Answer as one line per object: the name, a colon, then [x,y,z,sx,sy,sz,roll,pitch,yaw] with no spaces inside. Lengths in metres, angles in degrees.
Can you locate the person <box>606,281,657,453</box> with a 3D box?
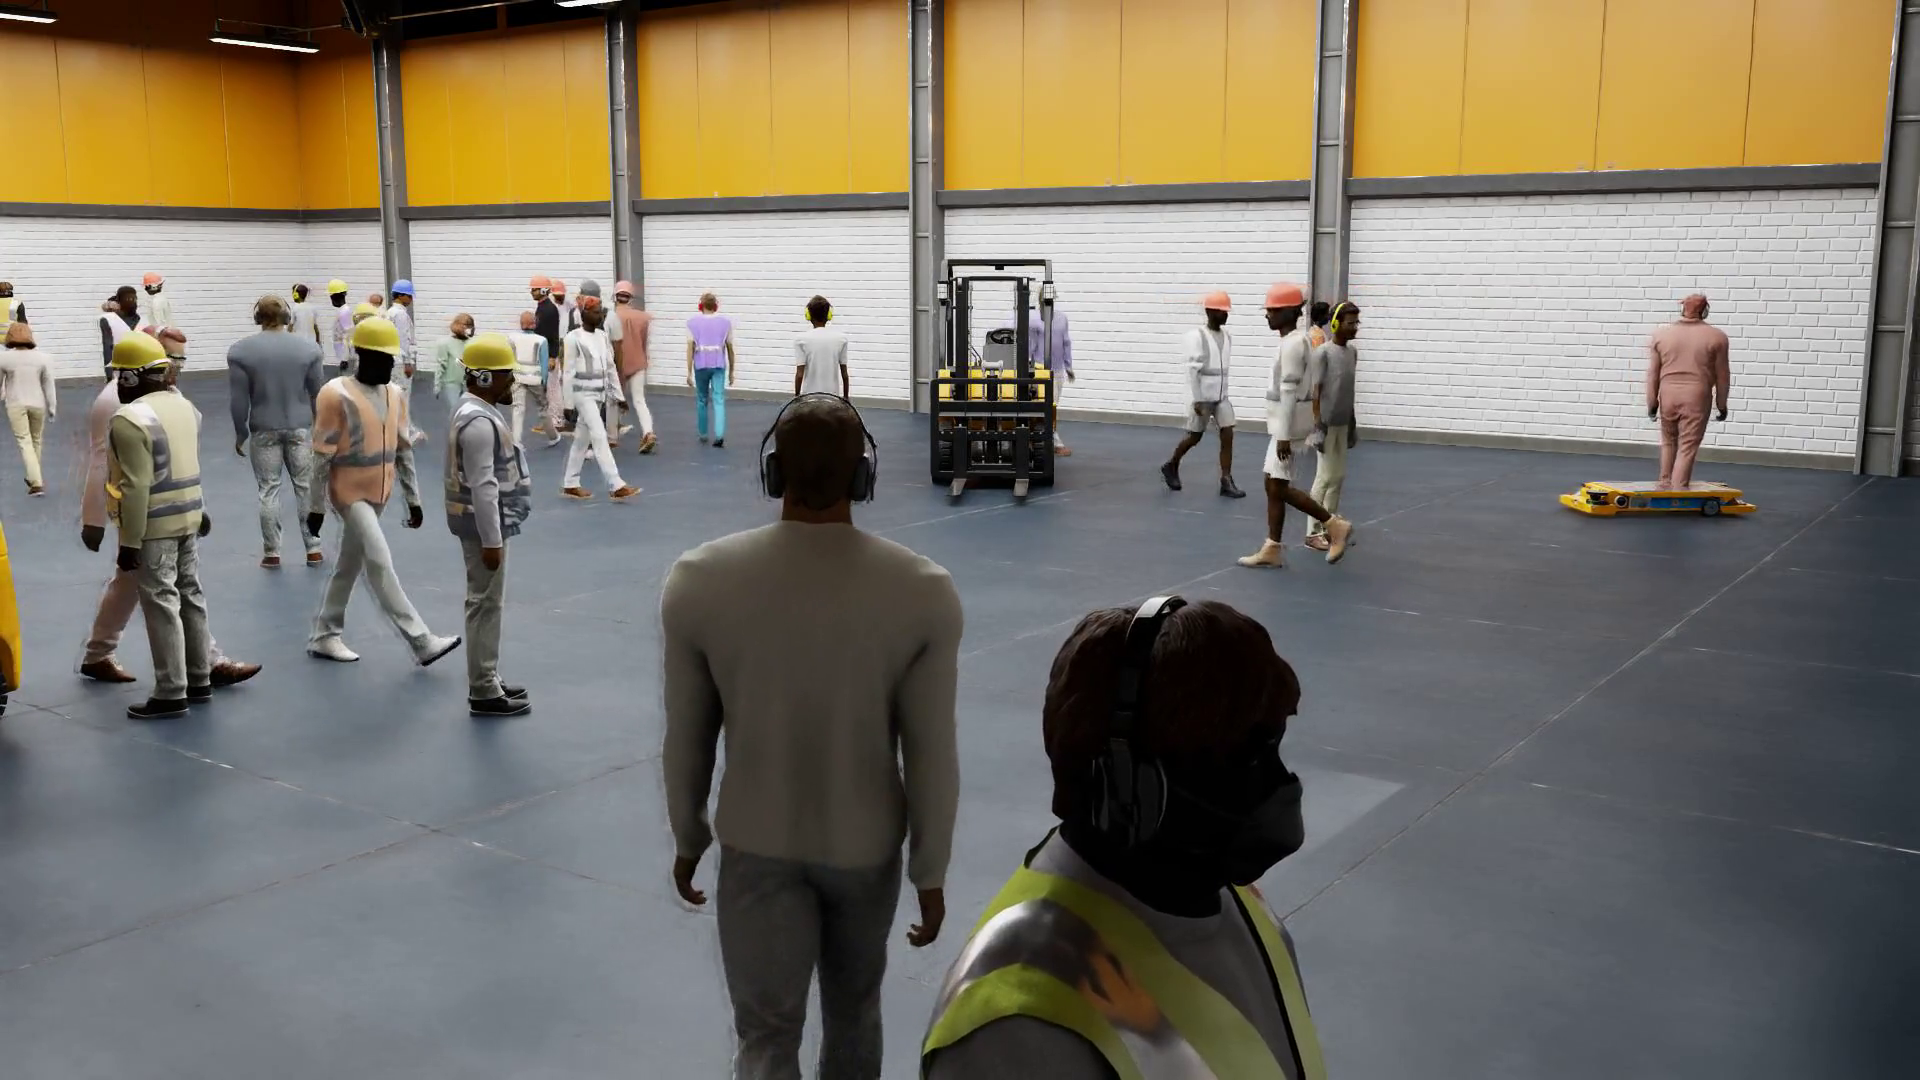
person: [-3.745,-1.947,18.764,0.605,1.951,0.955,-6,11,-33]

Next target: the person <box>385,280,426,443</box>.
person: [-6.640,-2.124,19.821,0.411,1.936,0.605,-5,11,-29]

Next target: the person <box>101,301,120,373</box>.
person: [-11.119,-2.336,21.973,0.308,1.640,0.511,1,10,4]

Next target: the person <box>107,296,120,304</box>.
person: [-11.462,-2.503,22.822,0.368,1.675,0.566,-1,10,-8]

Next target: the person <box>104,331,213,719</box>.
person: [-3.816,-0.069,7.889,0.403,1.832,0.593,1,10,5]

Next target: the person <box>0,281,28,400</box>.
person: [-14.817,-3.096,25.905,0.624,1.841,0.430,-1,10,-4]

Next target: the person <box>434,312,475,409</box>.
person: [-5.326,-1.613,17.721,0.437,1.612,0.516,8,12,39]

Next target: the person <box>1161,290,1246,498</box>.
person: [2.264,-1.357,15.363,0.544,1.906,0.891,-7,12,-34]

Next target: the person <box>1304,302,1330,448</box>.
person: [4.140,-1.919,19.336,0.320,1.694,0.531,2,10,10]

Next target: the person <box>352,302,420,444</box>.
person: [-6.724,-1.896,19.194,0.875,1.694,0.472,-2,10,-12]

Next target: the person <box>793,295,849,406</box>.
person: [-1.205,-1.176,14.389,0.533,1.864,0.310,-4,10,-23]

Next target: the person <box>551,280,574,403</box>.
person: [-5.995,-2.950,24.948,0.557,1.863,0.917,-8,12,-39]

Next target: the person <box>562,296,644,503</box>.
person: [-3.217,-1.255,14.906,0.946,1.837,0.591,3,10,18]

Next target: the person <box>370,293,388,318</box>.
person: [-9.614,-3.258,27.495,0.536,1.624,0.375,0,10,-2]

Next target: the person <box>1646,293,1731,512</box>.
person: [6.379,-1.203,14.512,0.645,1.875,0.825,8,12,40]

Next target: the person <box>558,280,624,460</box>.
person: [-4.078,-1.940,18.415,0.695,2.000,1.005,1,10,5]

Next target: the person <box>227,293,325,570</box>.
person: [-4.767,-0.758,11.683,0.635,1.936,0.355,-5,11,-26]

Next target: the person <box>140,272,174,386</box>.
person: [-11.681,-2.895,24.265,0.399,1.989,0.631,-3,10,-16]

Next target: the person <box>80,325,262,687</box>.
person: [-4.094,-0.159,8.419,0.999,1.843,0.692,0,10,1]

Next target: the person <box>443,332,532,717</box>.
person: [-2.244,-0.071,7.938,0.403,1.826,0.596,-3,10,-19]

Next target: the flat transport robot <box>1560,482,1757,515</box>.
flat transport robot: [6.001,-0.368,14.313,1.431,0.197,0.652,0,10,-3]

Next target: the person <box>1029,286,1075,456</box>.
person: [0.937,-1.917,18.661,0.895,1.915,0.630,9,13,44]

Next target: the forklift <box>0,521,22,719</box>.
forklift: [-5.296,-0.090,6.943,1.214,2.155,2.313,7,12,35]

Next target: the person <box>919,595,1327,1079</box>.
person: [0.204,0.963,1.721,0.429,1.844,0.623,4,10,20]

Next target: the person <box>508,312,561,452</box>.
person: [-4.893,-1.801,18.958,0.512,1.586,0.889,1,10,6]

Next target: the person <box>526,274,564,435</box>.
person: [-5.158,-2.299,20.689,0.395,1.993,0.614,-5,11,-29]

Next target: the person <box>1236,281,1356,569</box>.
person: [2.339,-0.774,11.523,0.712,2.026,0.627,1,10,8]

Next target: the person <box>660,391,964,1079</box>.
person: [-0.307,0.645,3.451,0.632,1.907,0.979,-1,10,-3]

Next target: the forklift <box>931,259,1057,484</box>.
forklift: [0.370,-1.738,16.759,1.214,2.155,2.313,1,10,3]

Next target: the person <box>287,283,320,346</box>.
person: [-9.708,-2.888,24.694,0.893,1.841,0.534,4,10,22]

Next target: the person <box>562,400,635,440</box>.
person: [-4.407,-2.090,20.066,0.965,1.788,0.528,1,10,4]

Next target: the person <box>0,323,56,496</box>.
person: [-8.698,-1.218,15.451,0.517,1.585,0.846,-9,13,-44]

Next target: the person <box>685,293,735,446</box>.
person: [-2.915,-1.995,19.503,0.576,1.796,0.909,-3,10,-16]

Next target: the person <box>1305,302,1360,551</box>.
person: [2.817,-0.849,12.478,0.526,1.859,0.343,-8,13,-40]

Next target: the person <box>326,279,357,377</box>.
person: [-7.908,-2.379,21.381,0.384,1.924,0.589,-3,10,-17]

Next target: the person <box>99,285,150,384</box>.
person: [-9.374,-1.909,18.670,0.740,1.896,0.600,5,11,29]

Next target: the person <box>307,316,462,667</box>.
person: [-3.086,-0.239,8.812,1.030,1.857,0.605,3,10,18]
